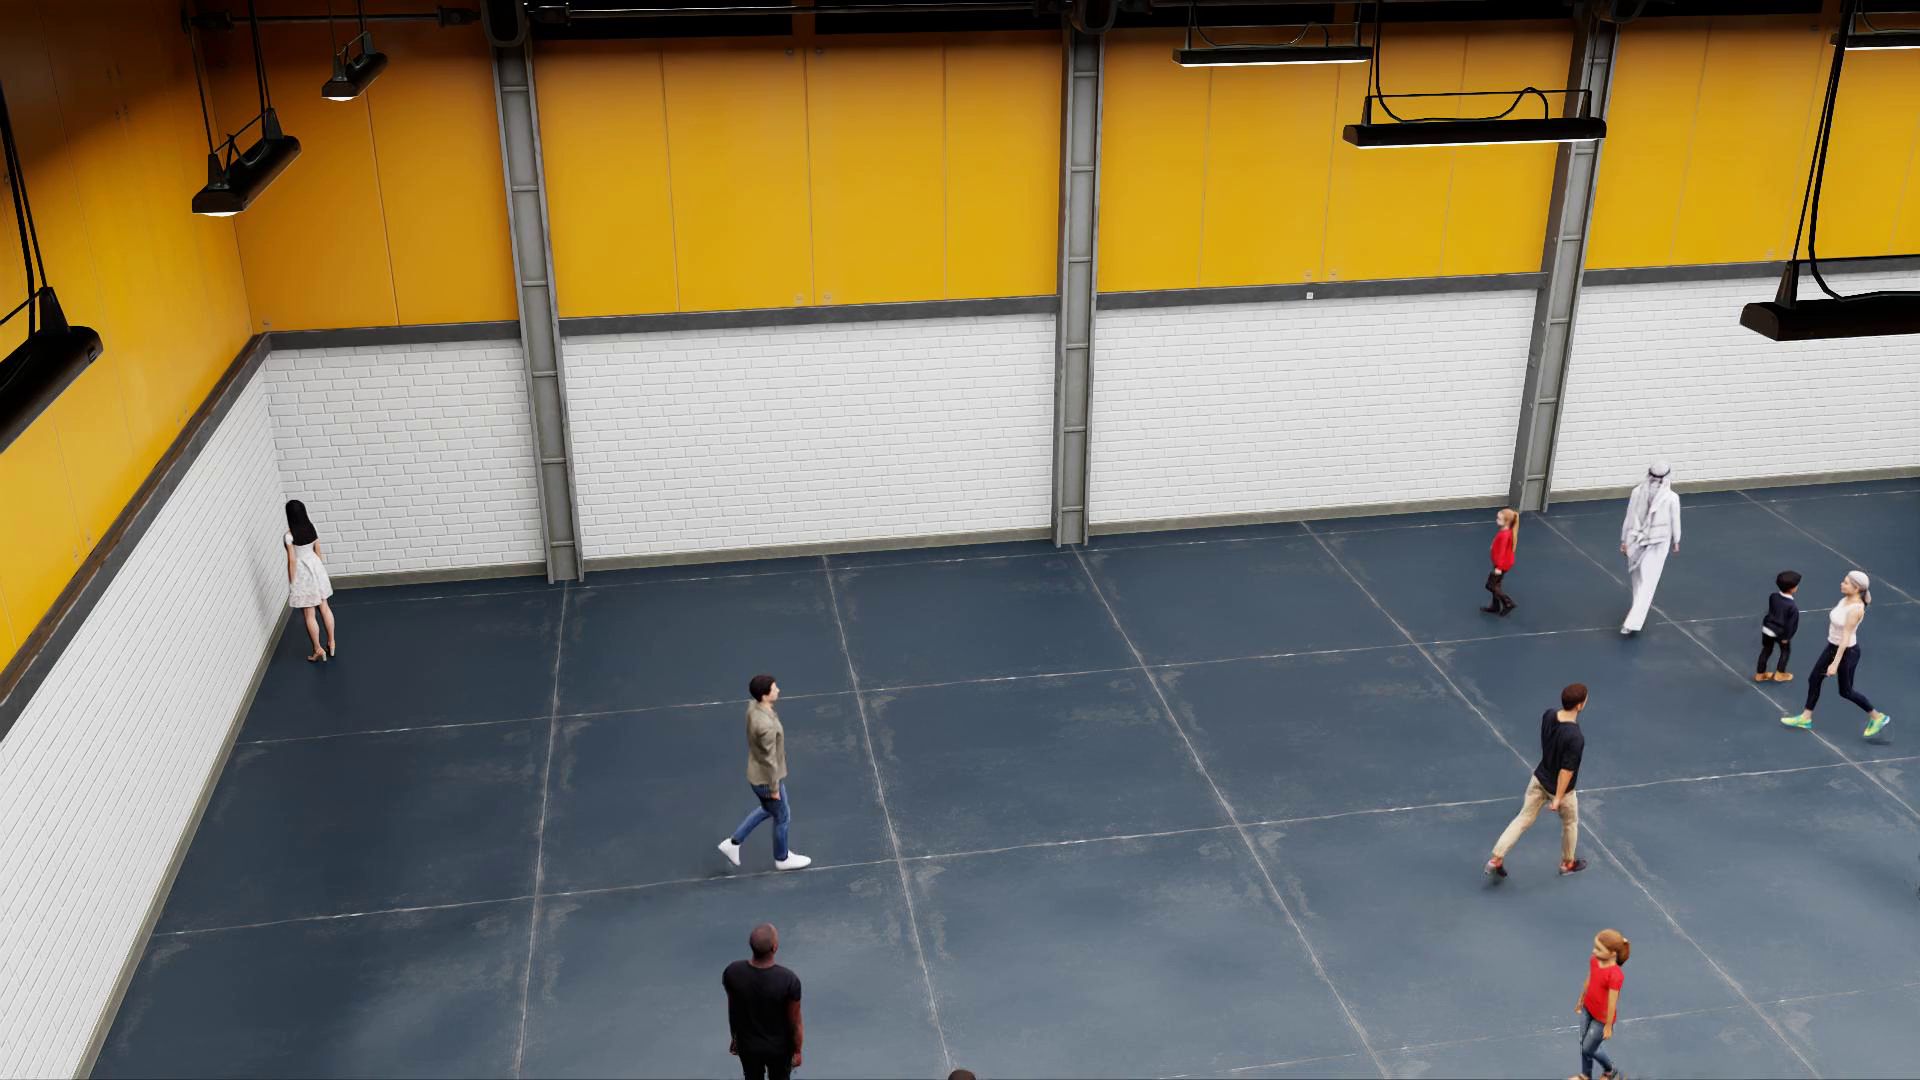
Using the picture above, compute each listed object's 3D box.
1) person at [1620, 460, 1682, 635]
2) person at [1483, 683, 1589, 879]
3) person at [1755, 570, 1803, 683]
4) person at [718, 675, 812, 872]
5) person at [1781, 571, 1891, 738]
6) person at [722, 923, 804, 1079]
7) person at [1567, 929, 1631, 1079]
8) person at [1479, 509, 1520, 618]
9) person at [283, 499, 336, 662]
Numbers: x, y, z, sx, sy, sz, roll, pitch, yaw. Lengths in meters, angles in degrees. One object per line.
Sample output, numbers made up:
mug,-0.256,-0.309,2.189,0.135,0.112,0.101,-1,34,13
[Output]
person,7.290,0.111,17.703,1.163,1.881,1.312,21,31,39
person,4.712,2.000,13.465,1.246,1.815,0.829,-10,26,-22
person,8.204,0.885,16.761,0.647,1.216,0.573,-11,26,-23
person,-1.658,1.928,13.590,1.037,1.846,0.805,-8,25,-17
person,8.404,1.113,15.672,1.198,1.672,0.893,5,24,11
person,-1.272,3.268,10.572,0.946,1.808,0.924,5,24,12
person,4.408,3.217,11.327,0.554,1.297,0.484,-4,24,-10
person,5.949,0.266,18.108,0.699,1.273,0.626,8,25,17
person,-6.728,0.413,17.147,0.825,1.773,0.776,13,27,27
